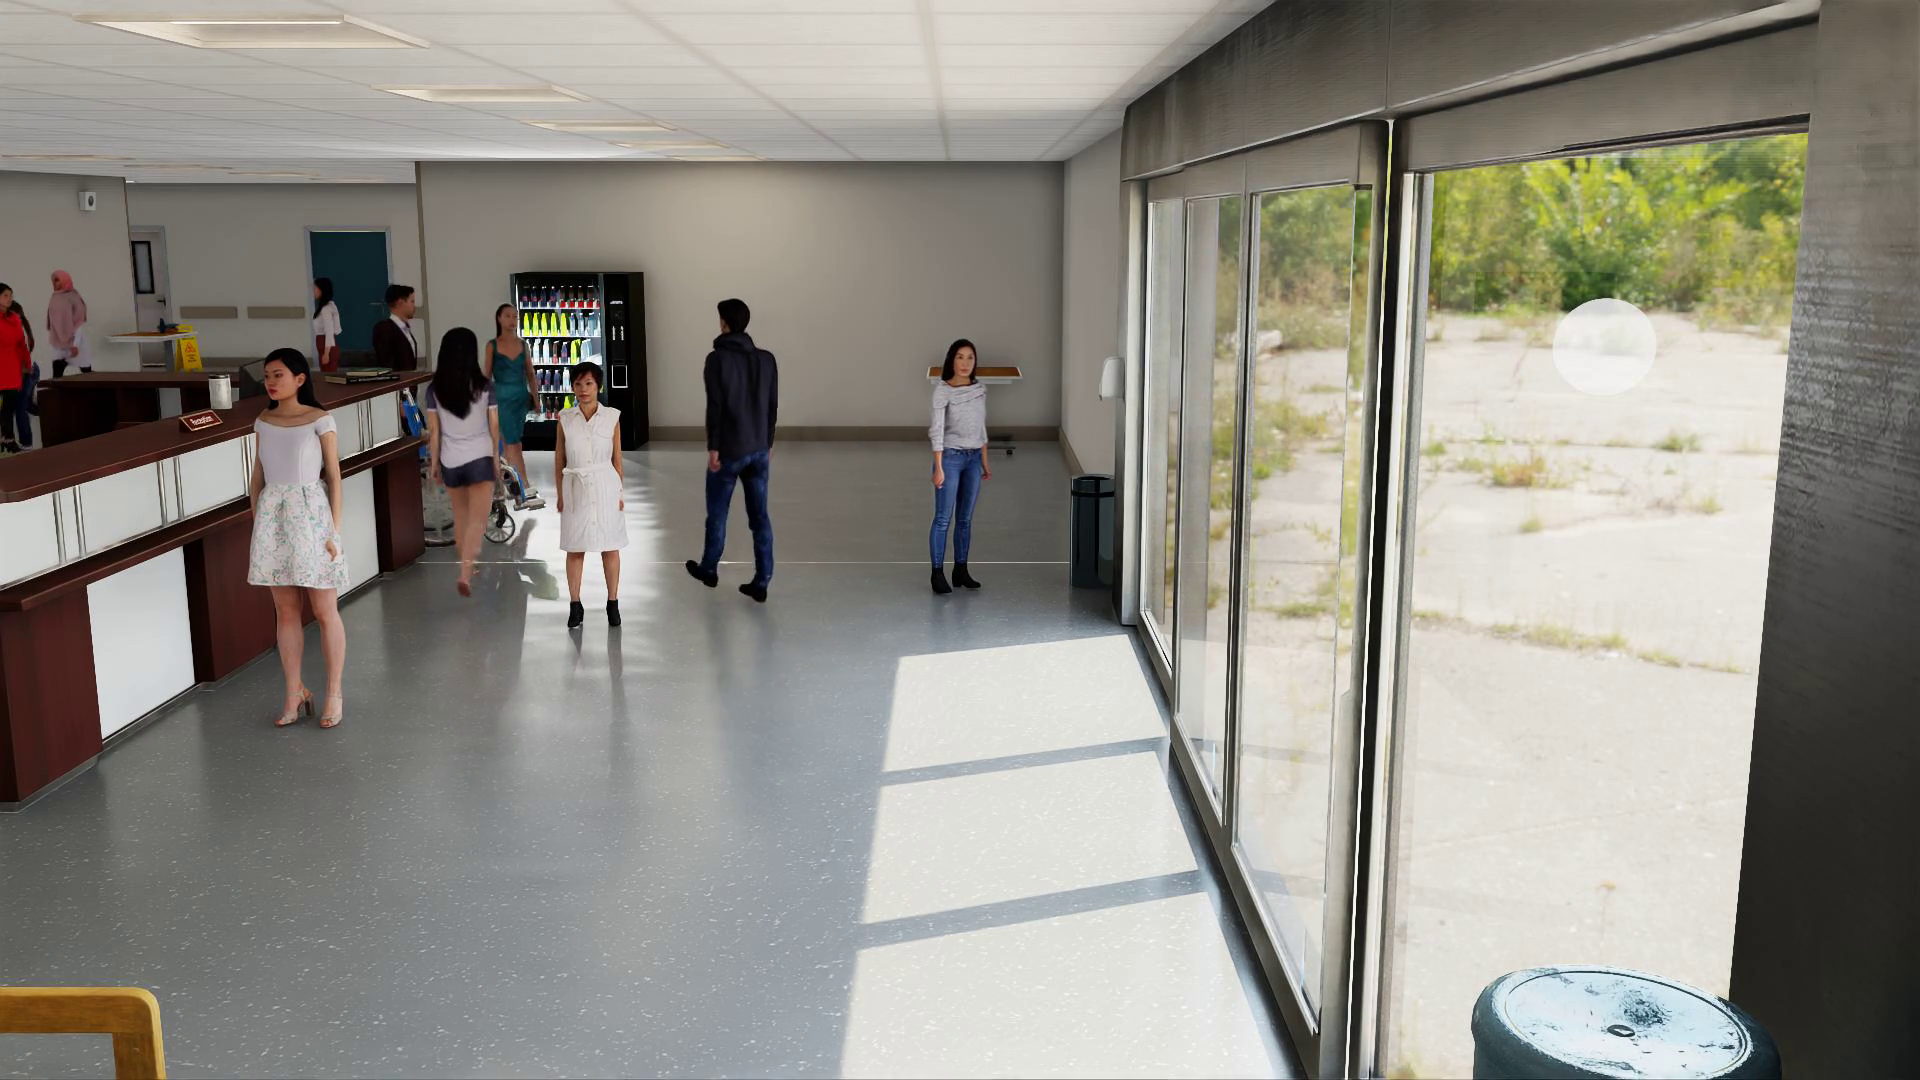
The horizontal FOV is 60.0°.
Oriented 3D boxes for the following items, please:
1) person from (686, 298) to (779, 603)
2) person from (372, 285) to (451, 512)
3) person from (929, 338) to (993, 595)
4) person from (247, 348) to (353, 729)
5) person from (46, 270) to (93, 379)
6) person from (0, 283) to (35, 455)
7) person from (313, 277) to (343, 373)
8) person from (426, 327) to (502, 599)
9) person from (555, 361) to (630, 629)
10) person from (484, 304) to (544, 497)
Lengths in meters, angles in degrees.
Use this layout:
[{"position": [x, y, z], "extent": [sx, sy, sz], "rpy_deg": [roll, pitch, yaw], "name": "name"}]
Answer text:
[{"position": [-1.309, -0.528, 10.272], "extent": [1.113, 1.858, 1.115], "rpy_deg": [-8, 13, -35], "name": "person"}, {"position": [-4.621, -1.118, 13.411], "extent": [1.219, 1.848, 0.823], "rpy_deg": [2, 11, 10], "name": "person"}, {"position": [-0.020, -0.478, 10.623], "extent": [0.661, 1.630, 0.737], "rpy_deg": [-9, 14, -40], "name": "person"}, {"position": [-3.066, -0.002, 7.727], "extent": [0.613, 1.773, 0.741], "rpy_deg": [2, 11, 8], "name": "person"}, {"position": [-10.484, -2.278, 19.771], "extent": [1.204, 1.755, 0.872], "rpy_deg": [2, 11, 13], "name": "person"}, {"position": [-9.770, -1.748, 17.011], "extent": [0.639, 1.742, 0.657], "rpy_deg": [1, 11, 7], "name": "person"}, {"position": [-7.039, -2.044, 18.547], "extent": [0.611, 1.752, 0.652], "rpy_deg": [-3, 11, -17], "name": "person"}, {"position": [-3.089, -0.448, 10.378], "extent": [1.048, 1.662, 0.641], "rpy_deg": [0, 11, -2], "name": "person"}, {"position": [-2.157, -0.269, 9.719], "extent": [0.518, 1.556, 0.663], "rpy_deg": [-2, 11, -12], "name": "person"}, {"position": [-3.794, -1.107, 13.933], "extent": [1.041, 1.631, 1.030], "rpy_deg": [-8, 14, -37], "name": "person"}]
